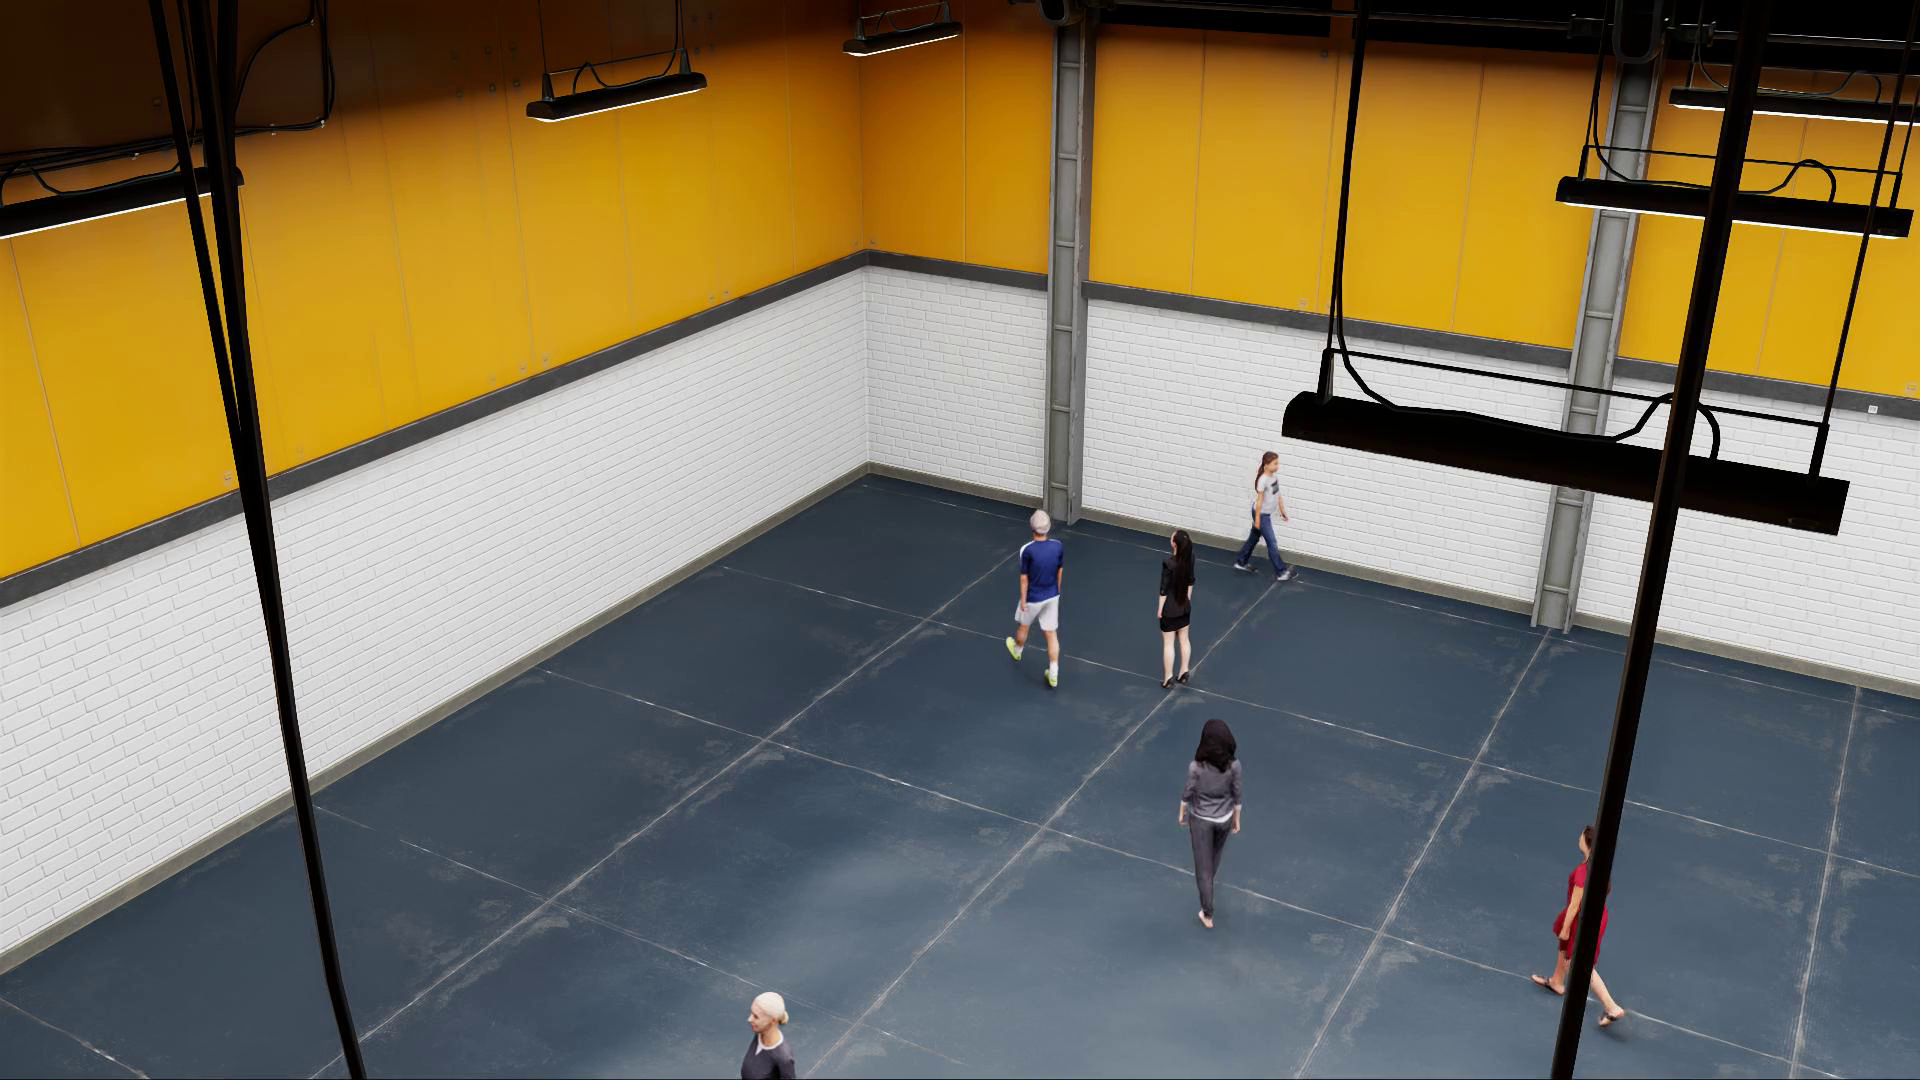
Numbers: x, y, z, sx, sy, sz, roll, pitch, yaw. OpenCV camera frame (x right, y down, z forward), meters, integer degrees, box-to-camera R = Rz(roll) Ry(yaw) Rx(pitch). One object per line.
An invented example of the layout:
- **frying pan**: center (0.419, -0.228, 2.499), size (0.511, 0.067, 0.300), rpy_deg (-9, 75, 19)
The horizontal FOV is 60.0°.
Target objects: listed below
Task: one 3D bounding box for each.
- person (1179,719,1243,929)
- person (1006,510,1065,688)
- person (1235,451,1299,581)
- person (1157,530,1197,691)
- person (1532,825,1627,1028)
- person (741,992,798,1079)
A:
- **person**: center (1.983, 2.255, 12.992), size (1.010, 1.739, 1.007), rpy_deg (-2, 24, -5)
- **person**: center (0.846, 0.618, 16.671), size (1.096, 1.791, 1.185), rpy_deg (-8, 25, -18)
- **person**: center (3.425, -0.301, 19.107), size (1.010, 1.522, 0.551), rpy_deg (13, 27, 28)
- **person**: center (2.168, 0.692, 16.619), size (0.656, 1.696, 0.645), rpy_deg (-17, 29, -34)
- **person**: center (4.583, 2.791, 12.031), size (0.761, 1.526, 1.065), rpy_deg (-19, 30, -37)
- **person**: center (-1.133, 3.478, 10.209), size (0.744, 1.726, 0.625), rpy_deg (-14, 27, -29)
